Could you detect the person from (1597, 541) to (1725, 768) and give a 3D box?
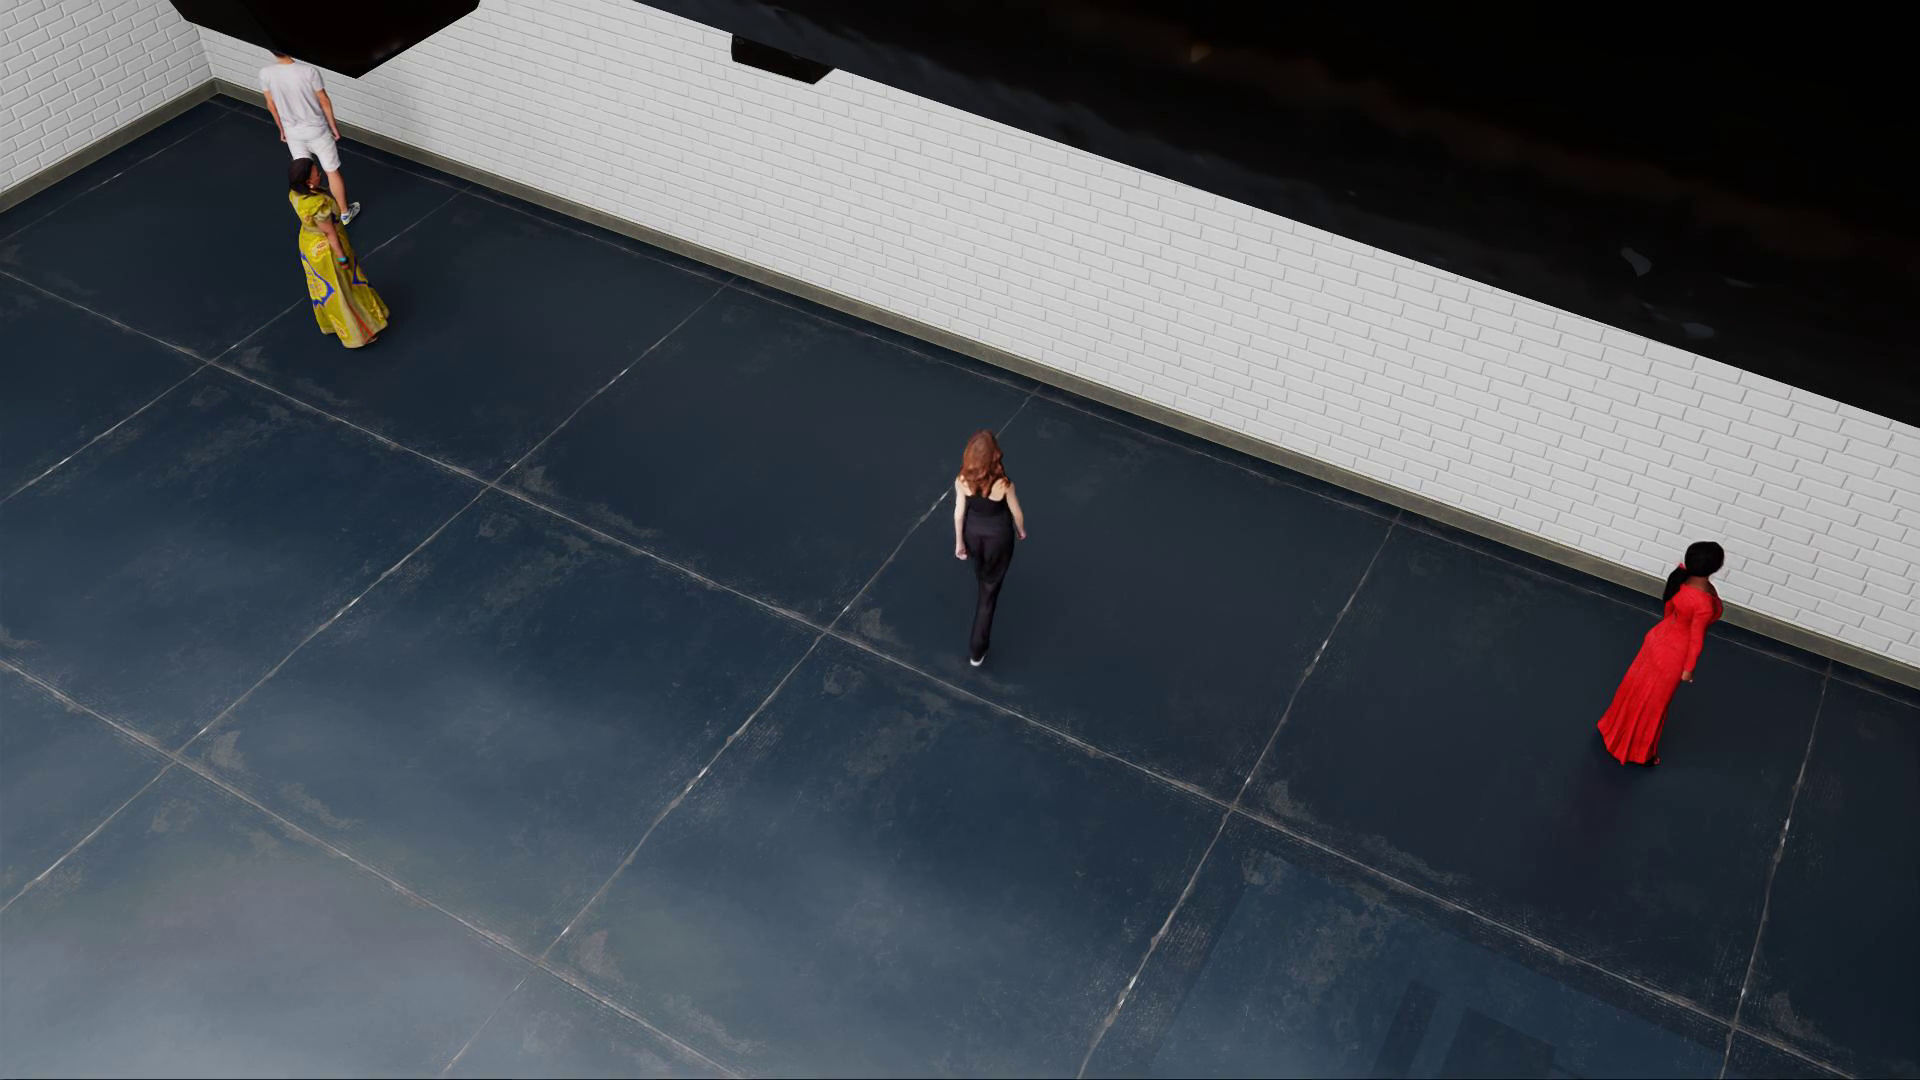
[{"bbox_3d":[4.265,0.675,10.031,0.776,1.779,0.681,0,44,0],"label":"person"}]

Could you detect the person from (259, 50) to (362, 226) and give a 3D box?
[{"bbox_3d":[-5.672,-3.571,14.423,0.767,1.858,0.786,-4,44,-4],"label":"person"}]

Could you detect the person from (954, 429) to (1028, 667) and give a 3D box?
[{"bbox_3d":[0.166,0.063,10.719,0.725,1.706,1.154,12,45,13],"label":"person"}]

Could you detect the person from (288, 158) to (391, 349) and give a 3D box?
[{"bbox_3d":[-5.037,-2.299,13.239,0.897,1.661,0.943,-33,53,-30],"label":"person"}]
